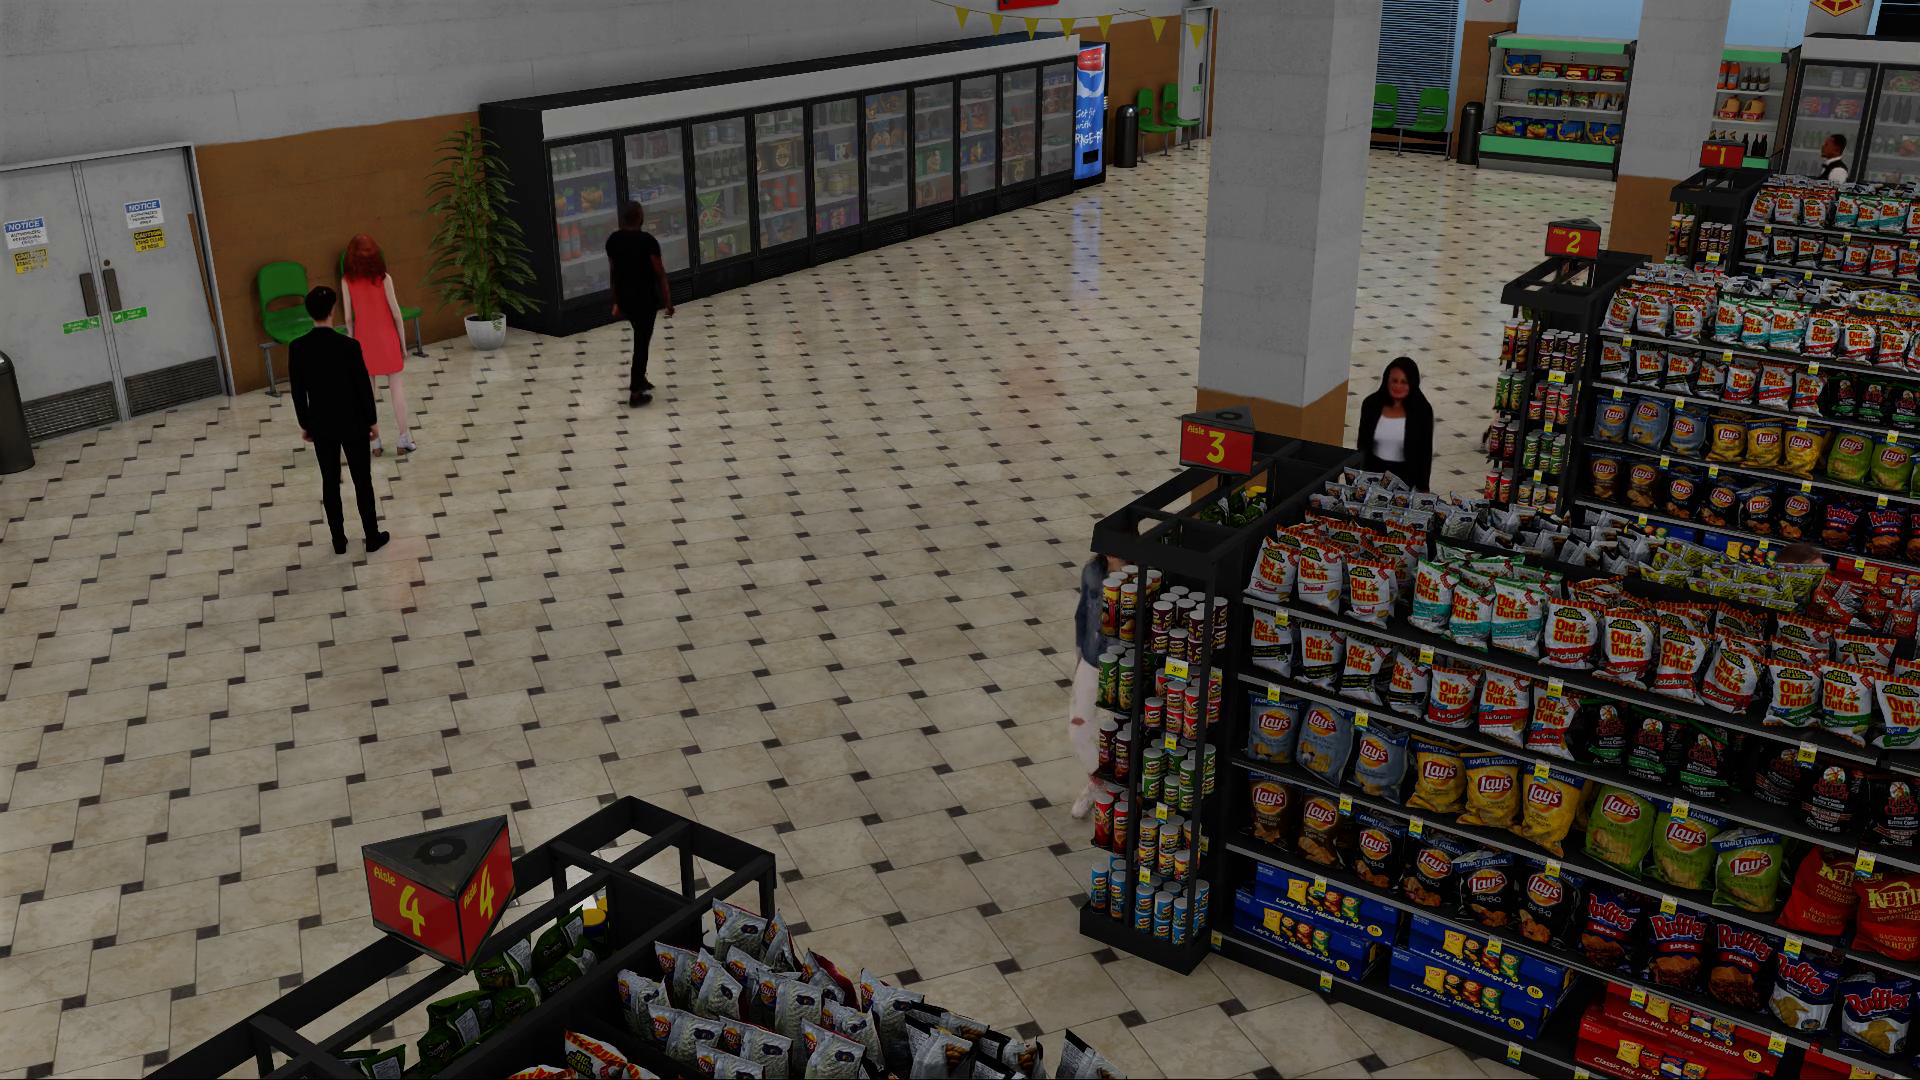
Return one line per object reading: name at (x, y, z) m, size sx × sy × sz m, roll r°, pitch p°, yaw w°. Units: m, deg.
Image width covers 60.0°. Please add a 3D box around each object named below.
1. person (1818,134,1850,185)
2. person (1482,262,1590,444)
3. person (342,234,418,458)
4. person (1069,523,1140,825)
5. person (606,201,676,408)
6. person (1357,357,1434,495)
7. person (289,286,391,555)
person at (9.382, -3.374, 17.860) m, size 0.876 × 1.903 × 0.817 m, roll 6°, pitch 23°, yaw 15°
person at (4.644, -1.517, 13.415) m, size 1.164 × 1.772 × 0.727 m, roll 8°, pitch 23°, yaw 19°
person at (-4.726, -1.574, 13.483) m, size 0.637 × 1.828 × 0.718 m, roll -2°, pitch 22°, yaw -4°
person at (0.804, 0.618, 8.216) m, size 0.501 × 1.687 × 0.683 m, roll 15°, pitch 26°, yaw 32°
person at (-2.906, -2.064, 14.738) m, size 0.732 × 1.800 × 0.785 m, roll 12°, pitch 25°, yaw 27°
person at (2.855, -0.436, 10.981) m, size 1.138 × 1.581 × 0.963 m, roll 6°, pitch 23°, yaw 15°
person at (-4.310, -0.820, 11.518) m, size 0.773 × 1.894 × 0.846 m, roll -2°, pitch 22°, yaw -6°
